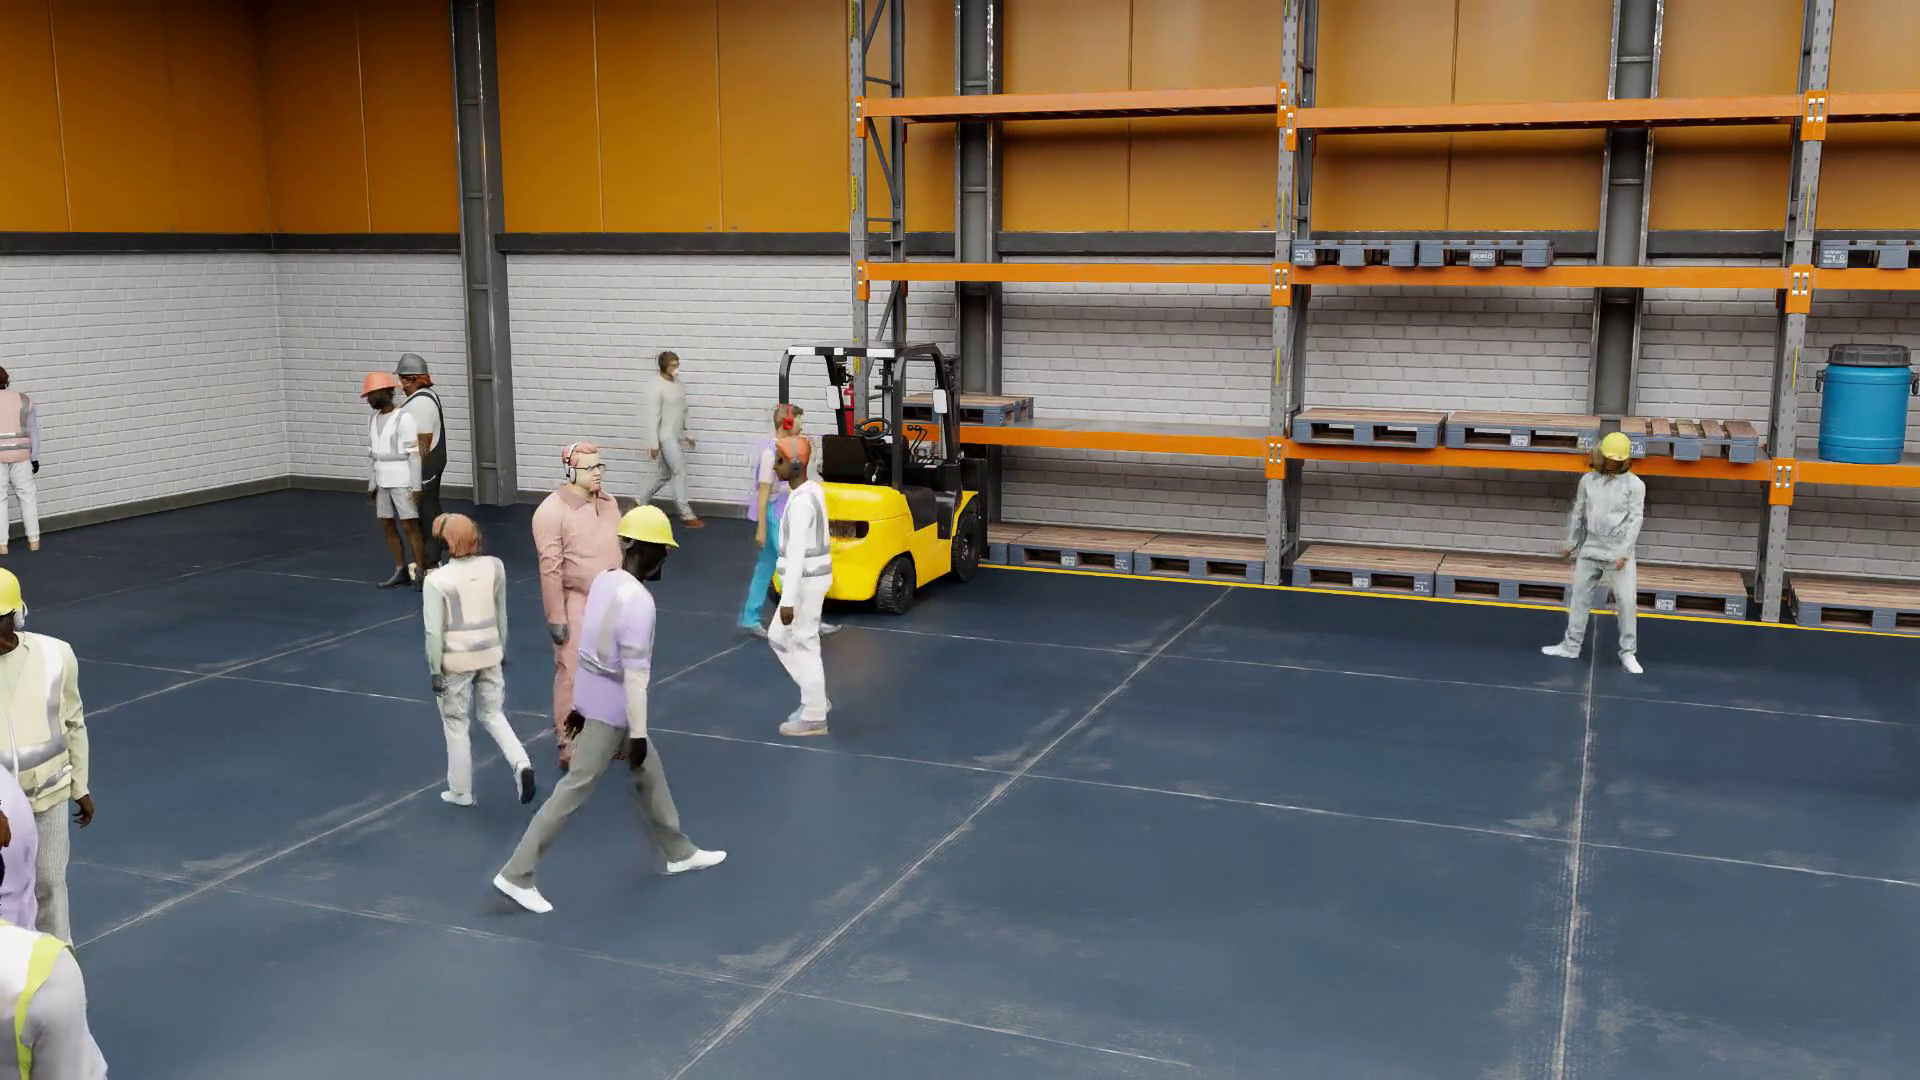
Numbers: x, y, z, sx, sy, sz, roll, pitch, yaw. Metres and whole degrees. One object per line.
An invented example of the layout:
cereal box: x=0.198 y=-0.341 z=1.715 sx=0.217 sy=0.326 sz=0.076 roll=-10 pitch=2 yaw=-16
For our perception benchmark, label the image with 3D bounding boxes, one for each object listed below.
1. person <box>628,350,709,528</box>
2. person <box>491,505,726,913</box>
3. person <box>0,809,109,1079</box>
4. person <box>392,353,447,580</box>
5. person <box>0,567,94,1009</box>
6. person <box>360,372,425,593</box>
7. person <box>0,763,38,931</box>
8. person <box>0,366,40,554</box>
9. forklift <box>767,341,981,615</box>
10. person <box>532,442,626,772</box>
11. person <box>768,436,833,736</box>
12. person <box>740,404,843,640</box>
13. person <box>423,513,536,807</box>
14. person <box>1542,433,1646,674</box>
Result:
person: x=-3.150 y=-1.077 z=17.726 sx=0.928 sy=1.911 sz=0.638 roll=3 pitch=11 yaw=15
person: x=-1.663 y=0.761 z=7.699 sx=1.137 sy=1.835 sz=0.611 roll=-5 pitch=11 yaw=-27
person: x=-2.186 y=1.460 z=3.742 sx=0.629 sy=1.843 sz=0.429 roll=0 pitch=10 yaw=1
person: x=-4.927 y=-0.668 z=15.043 sx=0.537 sy=2.000 sz=0.674 roll=-2 pitch=10 yaw=-10
person: x=-3.667 y=0.987 z=6.411 sx=0.600 sy=1.827 sz=0.404 roll=-8 pitch=13 yaw=-39
person: x=-4.891 y=-0.489 z=14.466 sx=0.669 sy=1.900 sz=0.335 roll=6 pitch=12 yaw=32
person: x=-2.782 y=1.273 z=4.633 sx=0.402 sy=1.902 sz=0.640 roll=-10 pitch=14 yaw=-43
person: x=-9.333 y=-0.784 z=16.245 sx=0.623 sy=1.844 sz=0.430 roll=-9 pitch=14 yaw=-41
forklift: x=-0.739 y=-0.602 z=14.246 sx=1.214 sy=2.155 sz=2.313 roll=4 pitch=11 yaw=21
person: x=-2.128 y=0.385 z=9.550 sx=0.407 sy=1.908 sz=0.641 roll=5 pitch=11 yaw=26
person: x=-0.993 y=0.292 z=10.159 sx=0.426 sy=1.869 sz=0.621 roll=0 pitch=10 yaw=-2
person: x=-1.279 y=-0.121 z=12.650 sx=0.903 sy=1.799 sz=0.601 roll=1 pitch=10 yaw=8
person: x=-2.568 y=0.657 z=8.815 sx=0.579 sy=1.619 sz=0.532 roll=8 pitch=13 yaw=39
person: x=4.537 y=0.065 z=11.908 sx=0.328 sy=1.708 sz=0.770 roll=-9 pitch=13 yaw=-41
